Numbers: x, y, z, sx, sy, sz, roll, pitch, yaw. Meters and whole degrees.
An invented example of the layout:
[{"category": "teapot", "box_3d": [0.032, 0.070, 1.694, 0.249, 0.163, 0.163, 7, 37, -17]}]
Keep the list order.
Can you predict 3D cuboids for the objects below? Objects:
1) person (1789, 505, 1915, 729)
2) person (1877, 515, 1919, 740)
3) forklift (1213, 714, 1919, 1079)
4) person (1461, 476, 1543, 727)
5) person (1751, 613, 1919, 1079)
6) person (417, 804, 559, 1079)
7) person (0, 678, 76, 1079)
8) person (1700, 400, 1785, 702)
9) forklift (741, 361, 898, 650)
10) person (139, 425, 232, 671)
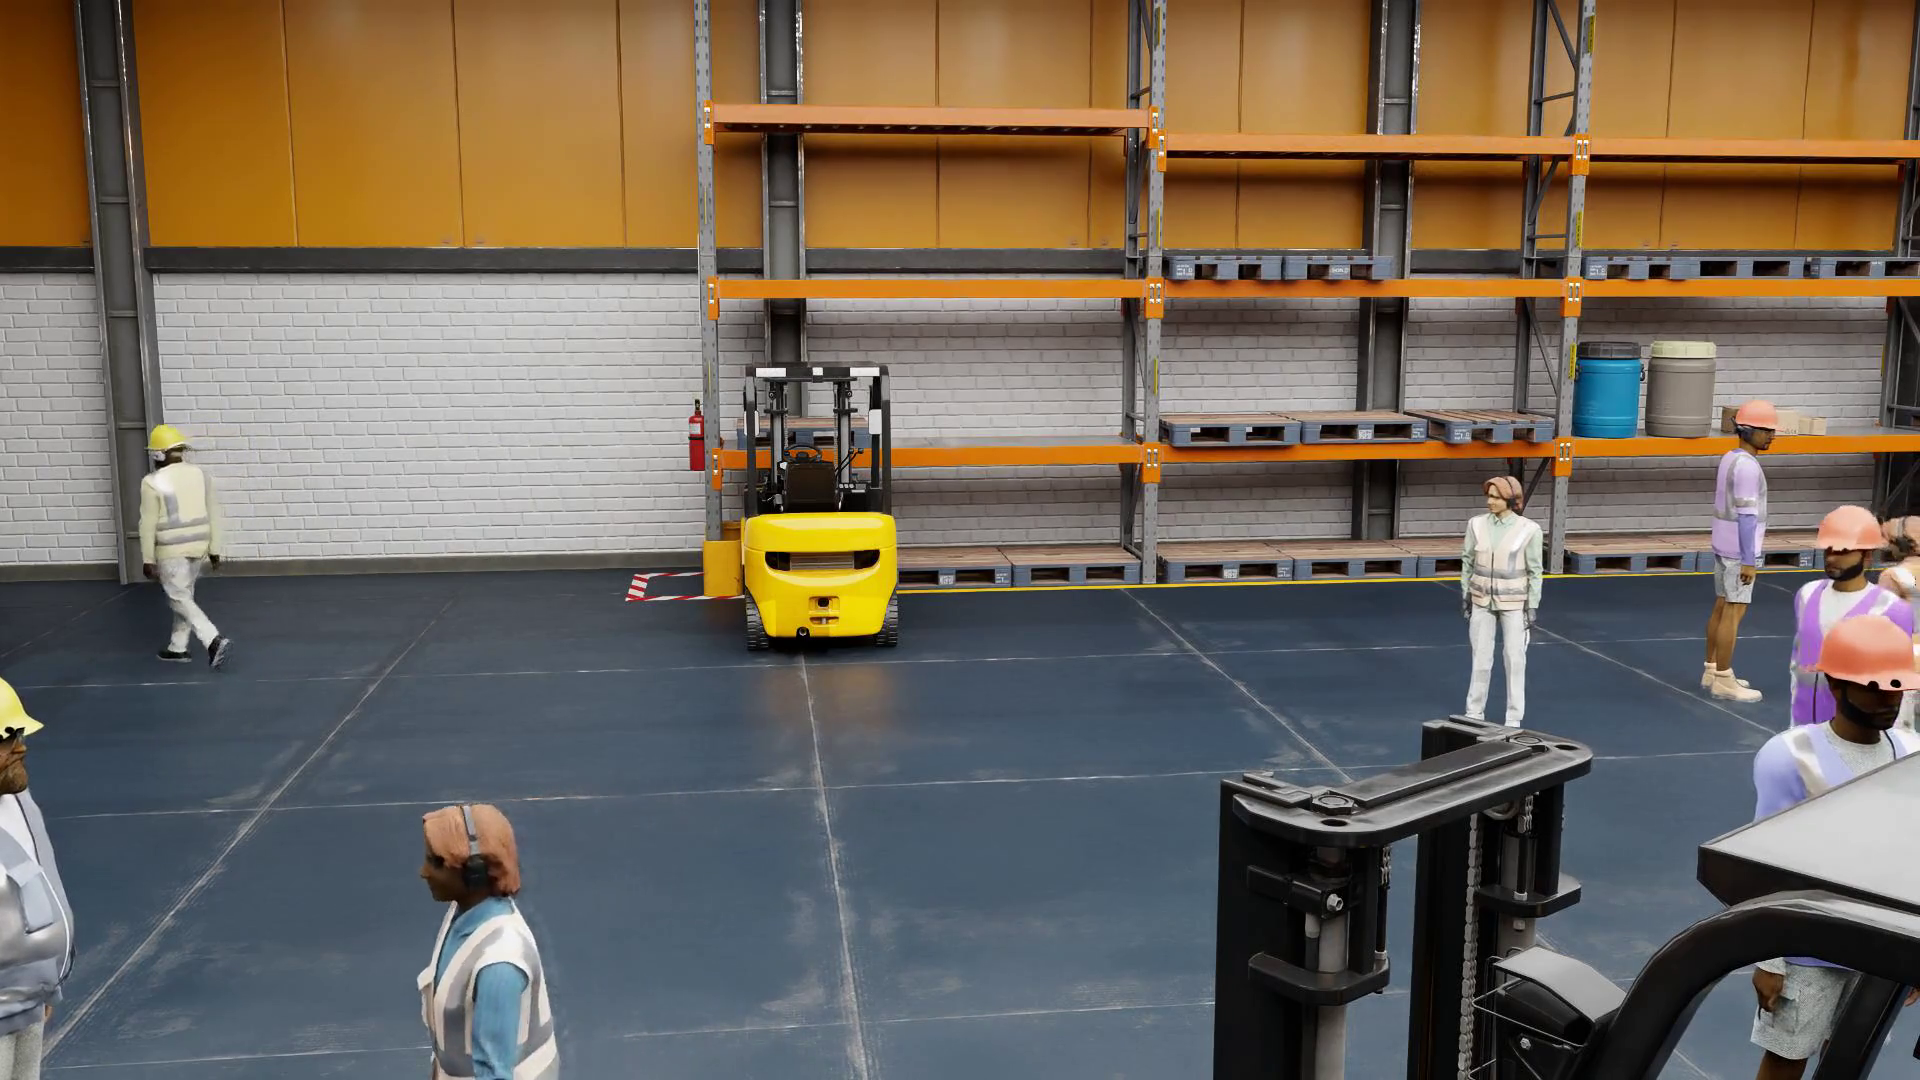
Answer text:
[{"category": "person", "box_3d": [3.869, 0.787, 7.190, 0.775, 1.922, 0.542, -4, 10, -24]}, {"category": "person", "box_3d": [5.066, 0.685, 8.747, 0.534, 1.615, 0.663, -5, 10, -28]}, {"category": "forklift", "box_3d": [1.441, 1.425, 2.350, 1.214, 2.155, 2.313, -7, 12, -39]}, {"category": "person", "box_3d": [3.381, 0.411, 10.416, 0.516, 1.636, 0.314, 9, 13, 43]}, {"category": "person", "box_3d": [2.535, 1.161, 4.789, 0.543, 1.939, 0.361, -2, 9, -13]}, {"category": "person", "box_3d": [-1.225, 1.435, 4.035, 0.560, 1.619, 0.540, -5, 10, -27]}, {"category": "person", "box_3d": [-2.632, 1.253, 4.545, 0.404, 1.835, 0.589, -1, 9, -8]}, {"category": "person", "box_3d": [5.322, 0.067, 11.303, 0.390, 2.039, 0.612, 2, 9, 13]}, {"category": "forklift", "box_3d": [-1.154, -0.340, 13.365, 1.214, 2.155, 2.313, -1, 9, -7]}, {"category": "person", "box_3d": [-5.647, 0.058, 12.136, 0.831, 1.801, 0.597, 4, 10, 24]}]
